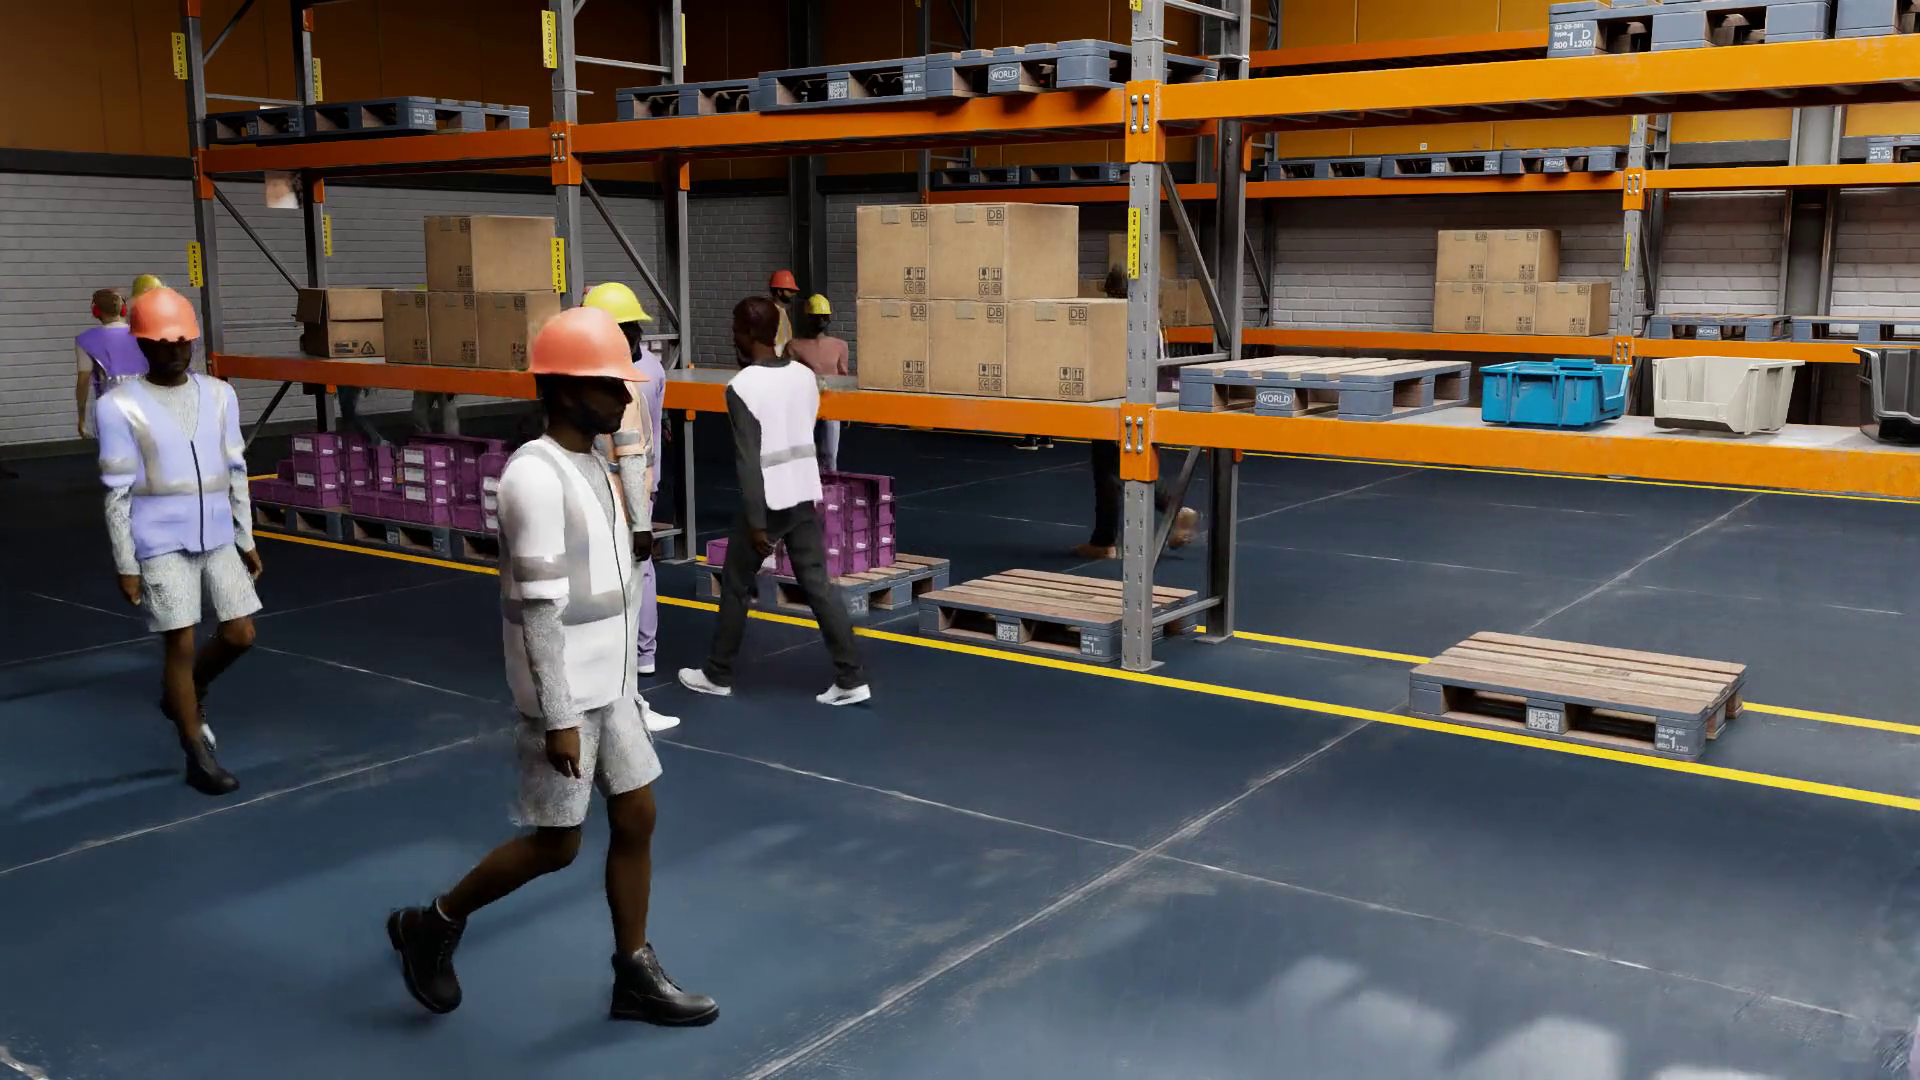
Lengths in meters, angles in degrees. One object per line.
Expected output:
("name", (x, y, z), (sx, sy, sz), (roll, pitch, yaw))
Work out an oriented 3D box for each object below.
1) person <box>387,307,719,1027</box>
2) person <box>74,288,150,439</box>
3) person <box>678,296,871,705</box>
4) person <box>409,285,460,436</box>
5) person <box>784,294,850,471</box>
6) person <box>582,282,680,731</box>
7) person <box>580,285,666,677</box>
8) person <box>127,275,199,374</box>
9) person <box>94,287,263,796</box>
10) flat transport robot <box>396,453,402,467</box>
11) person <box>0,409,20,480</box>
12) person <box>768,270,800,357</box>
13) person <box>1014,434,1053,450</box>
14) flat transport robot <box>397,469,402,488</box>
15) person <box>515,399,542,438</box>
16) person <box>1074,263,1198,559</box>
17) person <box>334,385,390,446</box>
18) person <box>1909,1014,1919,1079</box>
("person", (-1.072, 0.356, 4.306), (0.782, 1.914, 0.553), (2, 10, 10))
("person", (-6.227, -0.944, 12.322), (0.735, 1.810, 0.598), (8, 12, 39))
("person", (-0.832, -0.167, 7.576), (1.004, 1.871, 0.596), (7, 12, 35))
("person", (-4.975, -1.508, 15.768), (0.627, 1.795, 0.532), (5, 11, 27))
("person", (-1.087, -0.983, 12.704), (0.525, 1.772, 0.309), (-4, 10, -24))
("person", (-1.474, -0.135, 7.170), (0.355, 1.930, 0.587), (-6, 11, -32))
("person", (-1.684, -0.247, 7.909), (0.409, 1.907, 0.651), (6, 11, 30))
("person", (-6.832, -1.296, 14.169), (0.592, 1.895, 0.716), (3, 10, 17))
("person", (-2.982, 0.003, 6.358), (0.547, 1.925, 0.571), (7, 12, 37))
("flat transport robot", (-5.146, -0.638, 15.099), (0.652, 0.197, 1.431), (-3, 10, -18))
("person", (-9.090, -1.460, 15.144), (0.545, 1.917, 0.714), (7, 12, 38))
("person", (-1.732, -1.649, 16.175), (0.378, 1.932, 0.551), (0, 10, -3))
("person", (0.818, -1.951, 17.878), (0.367, 1.966, 0.607), (9, 13, 44))
("flat transport robot", (-4.563, -0.489, 14.214), (1.431, 0.197, 0.652), (-3, 10, -18))
("person", (-4.614, -1.891, 18.635), (0.663, 1.600, 0.518), (-8, 12, -39))
("person", (1.170, -0.868, 11.211), (0.757, 2.000, 0.692), (5, 11, 25))
("person", (-6.013, -1.542, 16.527), (0.718, 1.611, 0.505), (3, 10, 17))
("person", (0.914, 0.853, 1.291), (0.632, 1.925, 0.425), (-9, 13, -41))
